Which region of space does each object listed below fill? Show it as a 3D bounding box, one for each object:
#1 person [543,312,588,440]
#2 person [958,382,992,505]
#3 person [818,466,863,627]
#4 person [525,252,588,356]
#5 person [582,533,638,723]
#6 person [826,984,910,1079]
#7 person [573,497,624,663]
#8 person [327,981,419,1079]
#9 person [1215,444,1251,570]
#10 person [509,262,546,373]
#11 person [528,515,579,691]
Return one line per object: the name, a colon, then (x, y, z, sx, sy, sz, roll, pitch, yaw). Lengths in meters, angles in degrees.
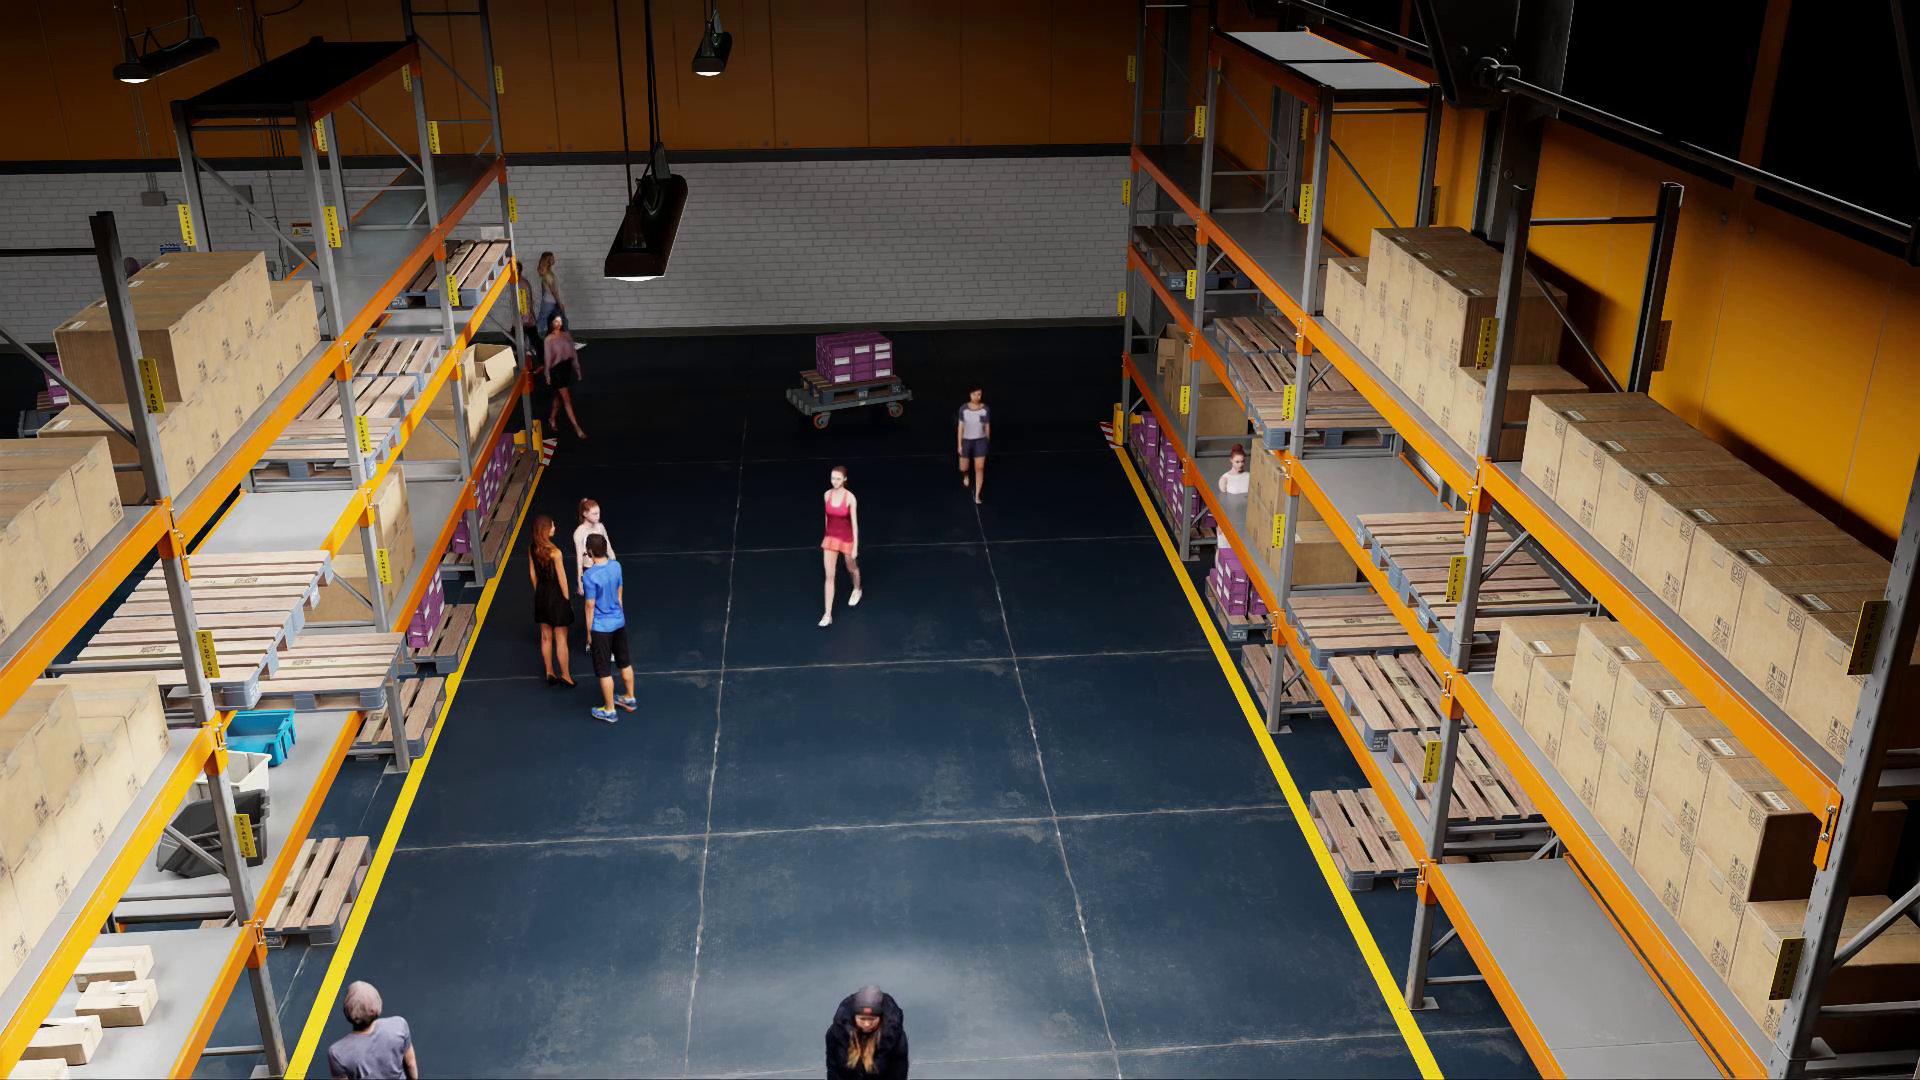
person: (-5.574, -2.270, 23.010, 1.153, 1.757, 1.092, 19, 30, 36)
person: (0.165, -1.258, 20.952, 0.590, 1.551, 0.823, -1, 24, -2)
person: (-1.237, 0.011, 17.861, 0.917, 1.701, 1.228, 8, 25, 18)
person: (-6.600, -3.689, 26.373, 0.916, 1.662, 1.232, -9, 25, -20)
person: (-3.344, 0.820, 15.809, 0.761, 1.863, 0.684, 15, 28, 30)
person: (-0.560, 3.369, 10.227, 0.745, 1.663, 0.799, 3, 24, 6)
person: (-3.805, 0.380, 16.975, 0.846, 1.736, 0.790, 12, 26, 26)
person: (-3.424, 3.406, 9.861, 0.759, 1.888, 0.784, -19, 30, -36)
person: (2.995, -0.206, 18.241, 0.601, 1.795, 0.564, -8, 25, -18)
person: (-6.637, -3.396, 25.582, 1.193, 1.760, 1.228, 20, 30, 38)
person: (-4.010, 0.621, 16.300, 0.672, 1.835, 0.690, 11, 26, 24)
